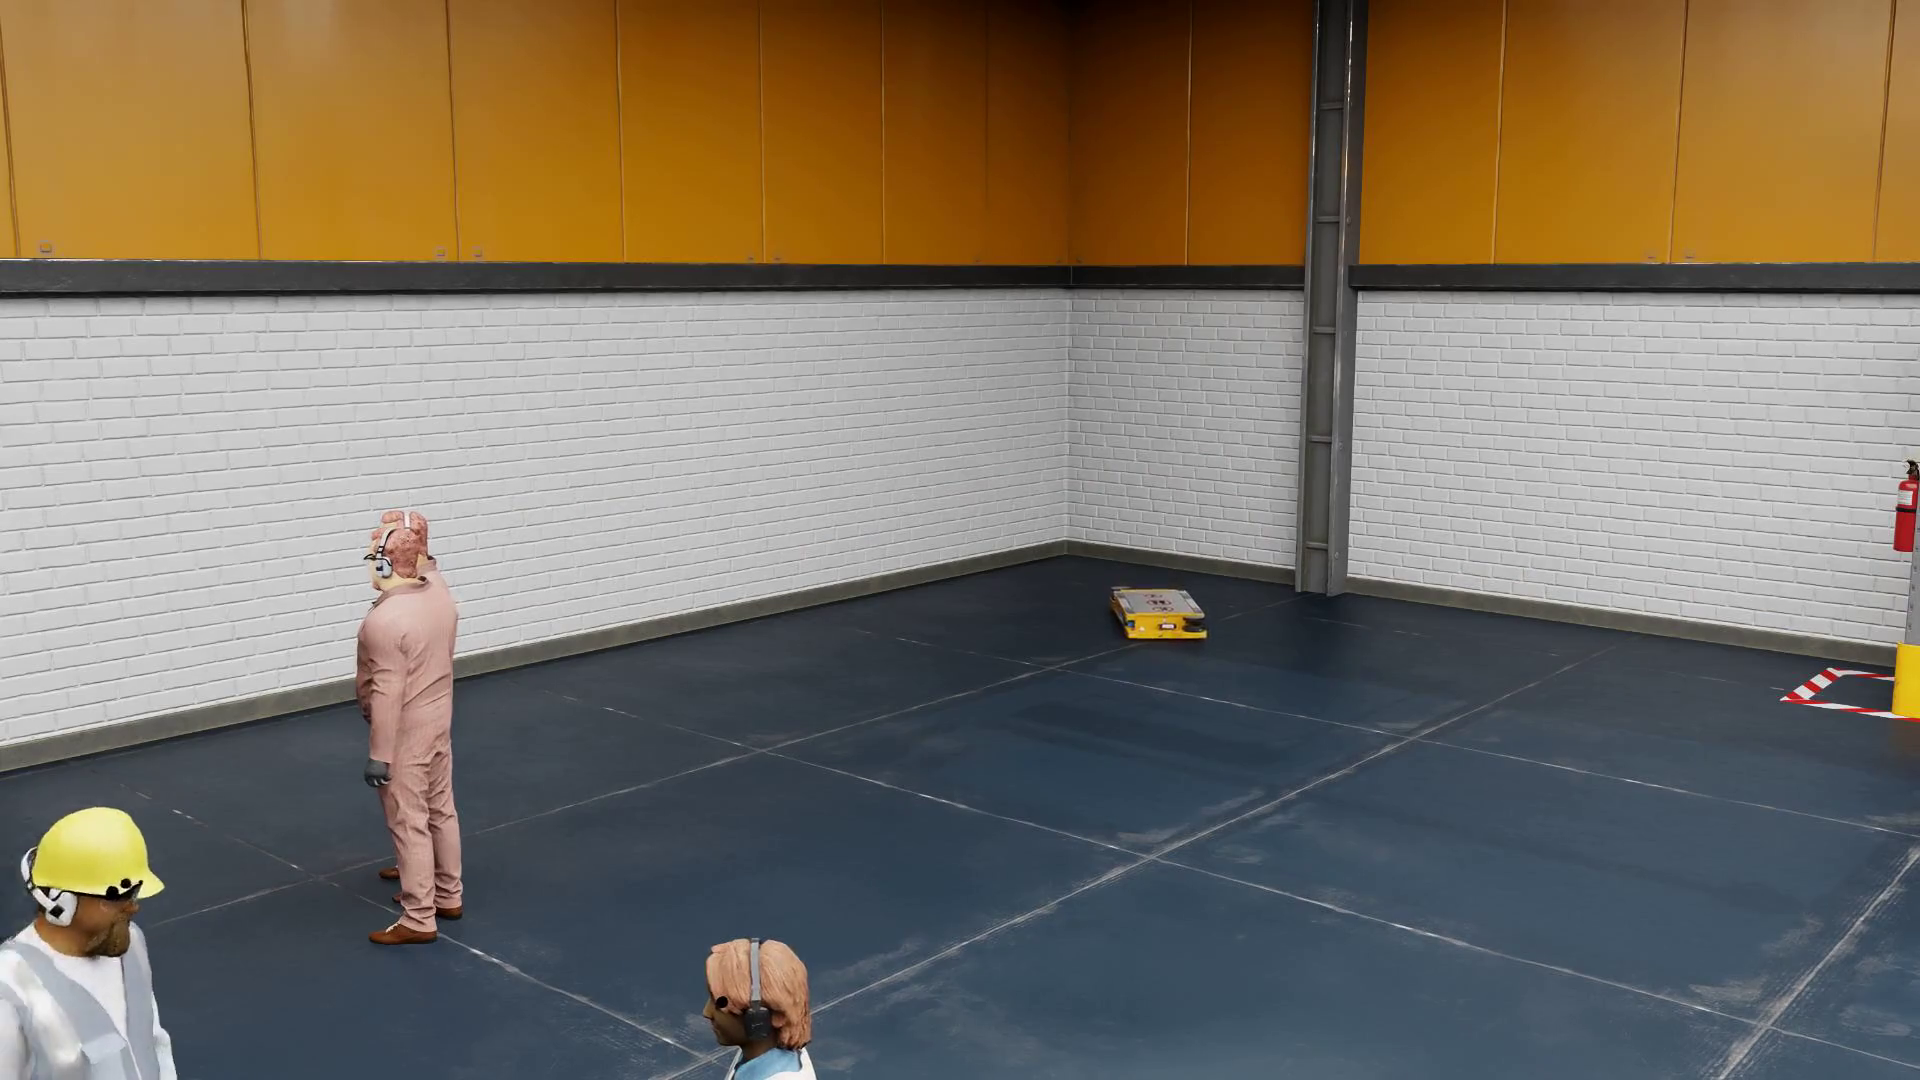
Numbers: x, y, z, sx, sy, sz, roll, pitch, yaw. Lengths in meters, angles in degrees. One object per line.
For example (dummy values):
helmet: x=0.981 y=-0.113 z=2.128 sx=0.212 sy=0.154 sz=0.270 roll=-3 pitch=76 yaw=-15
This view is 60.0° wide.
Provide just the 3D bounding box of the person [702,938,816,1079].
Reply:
person: x=-0.407 y=1.649 z=3.620 sx=0.310 sy=1.638 sz=0.523 roll=-2 pitch=9 yaw=-12

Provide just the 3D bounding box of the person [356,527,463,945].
person: x=-2.535 y=0.884 z=7.590 sx=0.402 sy=1.906 sz=0.652 roll=2 pitch=9 yaw=10

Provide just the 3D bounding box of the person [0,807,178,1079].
person: x=-1.993 y=1.520 z=3.940 sx=0.801 sy=1.791 sz=0.603 roll=1 pitch=9 yaw=4

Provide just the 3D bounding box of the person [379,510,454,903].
person: x=-2.680 y=0.797 z=8.130 sx=0.410 sy=1.909 sz=0.643 roll=-5 pitch=10 yaw=-26

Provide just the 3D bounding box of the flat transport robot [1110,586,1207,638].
flat transport robot: x=1.697 y=0.618 z=14.376 sx=0.652 sy=0.197 sz=1.431 roll=0 pitch=9 yaw=-1
